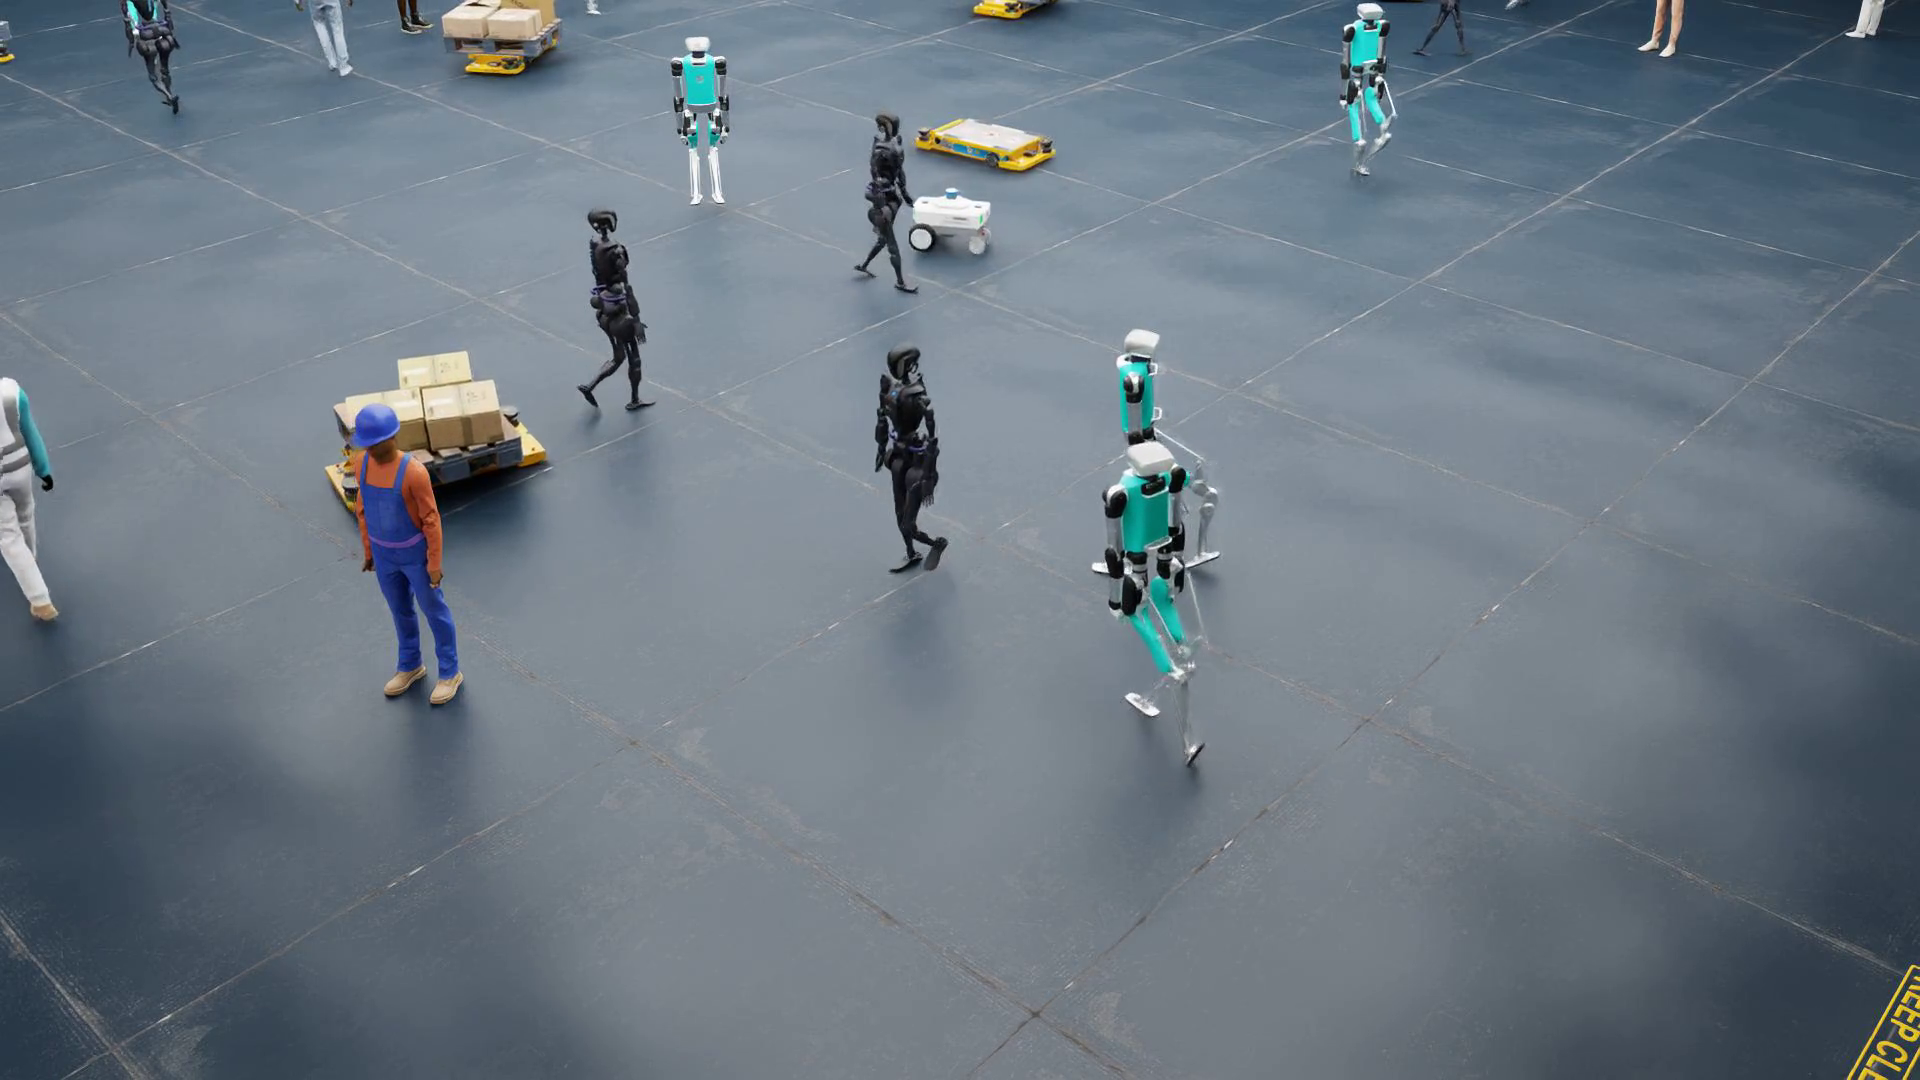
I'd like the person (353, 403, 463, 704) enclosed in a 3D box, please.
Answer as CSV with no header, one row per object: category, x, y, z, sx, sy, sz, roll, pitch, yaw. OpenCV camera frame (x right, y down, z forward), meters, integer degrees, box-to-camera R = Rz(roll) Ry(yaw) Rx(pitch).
person,-3.178,0.072,9.485,0.512,1.909,0.363,10,33,15

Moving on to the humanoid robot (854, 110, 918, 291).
humanoid robot,-0.653,-3.020,14.729,0.692,1.649,0.614,19,37,28

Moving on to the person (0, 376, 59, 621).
person,-6.009,-0.385,10.333,0.962,1.794,0.632,26,40,35

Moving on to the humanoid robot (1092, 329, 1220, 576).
humanoid robot,1.405,-0.488,10.588,0.996,1.777,0.534,4,32,6

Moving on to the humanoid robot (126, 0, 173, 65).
humanoid robot,-10.144,-6.683,20.566,0.551,1.825,0.721,-12,34,-18

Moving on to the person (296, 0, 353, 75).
person,-7.800,-6.690,20.375,0.663,1.897,0.533,-11,34,-17

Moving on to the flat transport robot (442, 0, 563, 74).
flat transport robot,-5.767,-6.222,21.173,0.659,0.231,1.431,4,32,6

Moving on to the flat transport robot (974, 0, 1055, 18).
flat transport robot,0.822,-7.630,23.441,0.659,0.231,1.431,17,36,26

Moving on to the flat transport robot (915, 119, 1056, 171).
flat transport robot,0.272,-4.315,18.102,1.431,0.231,0.659,21,38,30

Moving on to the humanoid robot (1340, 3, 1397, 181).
humanoid robot,4.229,-4.495,17.104,0.539,1.897,0.710,-12,34,-19

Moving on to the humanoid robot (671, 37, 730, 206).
humanoid robot,-2.526,-4.150,16.322,0.533,1.673,0.735,-5,32,-8

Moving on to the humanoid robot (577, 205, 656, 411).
humanoid robot,-2.666,-1.726,12.606,0.561,1.633,0.600,-22,38,-31

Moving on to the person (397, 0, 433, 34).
person,-7.350,-7.736,22.005,0.362,1.963,0.611,8,33,13

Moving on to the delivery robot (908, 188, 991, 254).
delivery robot,-0.106,-3.029,15.774,0.797,0.608,0.499,7,33,11

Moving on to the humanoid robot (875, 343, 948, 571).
humanoid robot,-0.304,-0.525,10.655,0.398,1.647,0.592,-23,39,-33

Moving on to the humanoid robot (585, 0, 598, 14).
humanoid robot,-5.185,-8.193,22.969,0.828,1.789,0.596,-27,41,-36

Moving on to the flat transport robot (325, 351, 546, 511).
flat transport robot,-3.823,-0.601,12.122,1.431,0.231,0.659,-19,36,-27

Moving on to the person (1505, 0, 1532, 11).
person,7.935,-8.241,23.010,0.578,1.778,0.805,12,34,18

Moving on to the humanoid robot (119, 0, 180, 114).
humanoid robot,-9.251,-5.774,19.130,0.643,1.634,0.588,24,39,33

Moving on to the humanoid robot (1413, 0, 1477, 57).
humanoid robot,6.234,-6.921,21.008,0.785,1.622,0.604,12,34,18

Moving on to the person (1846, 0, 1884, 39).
person,12.048,-7.426,21.809,0.523,1.639,0.306,-17,36,-25

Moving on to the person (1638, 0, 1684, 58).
person,9.037,-7.082,21.038,0.366,1.870,0.528,-19,36,-27

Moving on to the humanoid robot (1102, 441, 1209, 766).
humanoid robot,1.203,0.402,9.153,0.551,1.802,0.905,-20,37,-29

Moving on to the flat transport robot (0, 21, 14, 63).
flat transport robot,-12.802,-6.120,21.010,1.431,0.231,0.659,9,33,14
